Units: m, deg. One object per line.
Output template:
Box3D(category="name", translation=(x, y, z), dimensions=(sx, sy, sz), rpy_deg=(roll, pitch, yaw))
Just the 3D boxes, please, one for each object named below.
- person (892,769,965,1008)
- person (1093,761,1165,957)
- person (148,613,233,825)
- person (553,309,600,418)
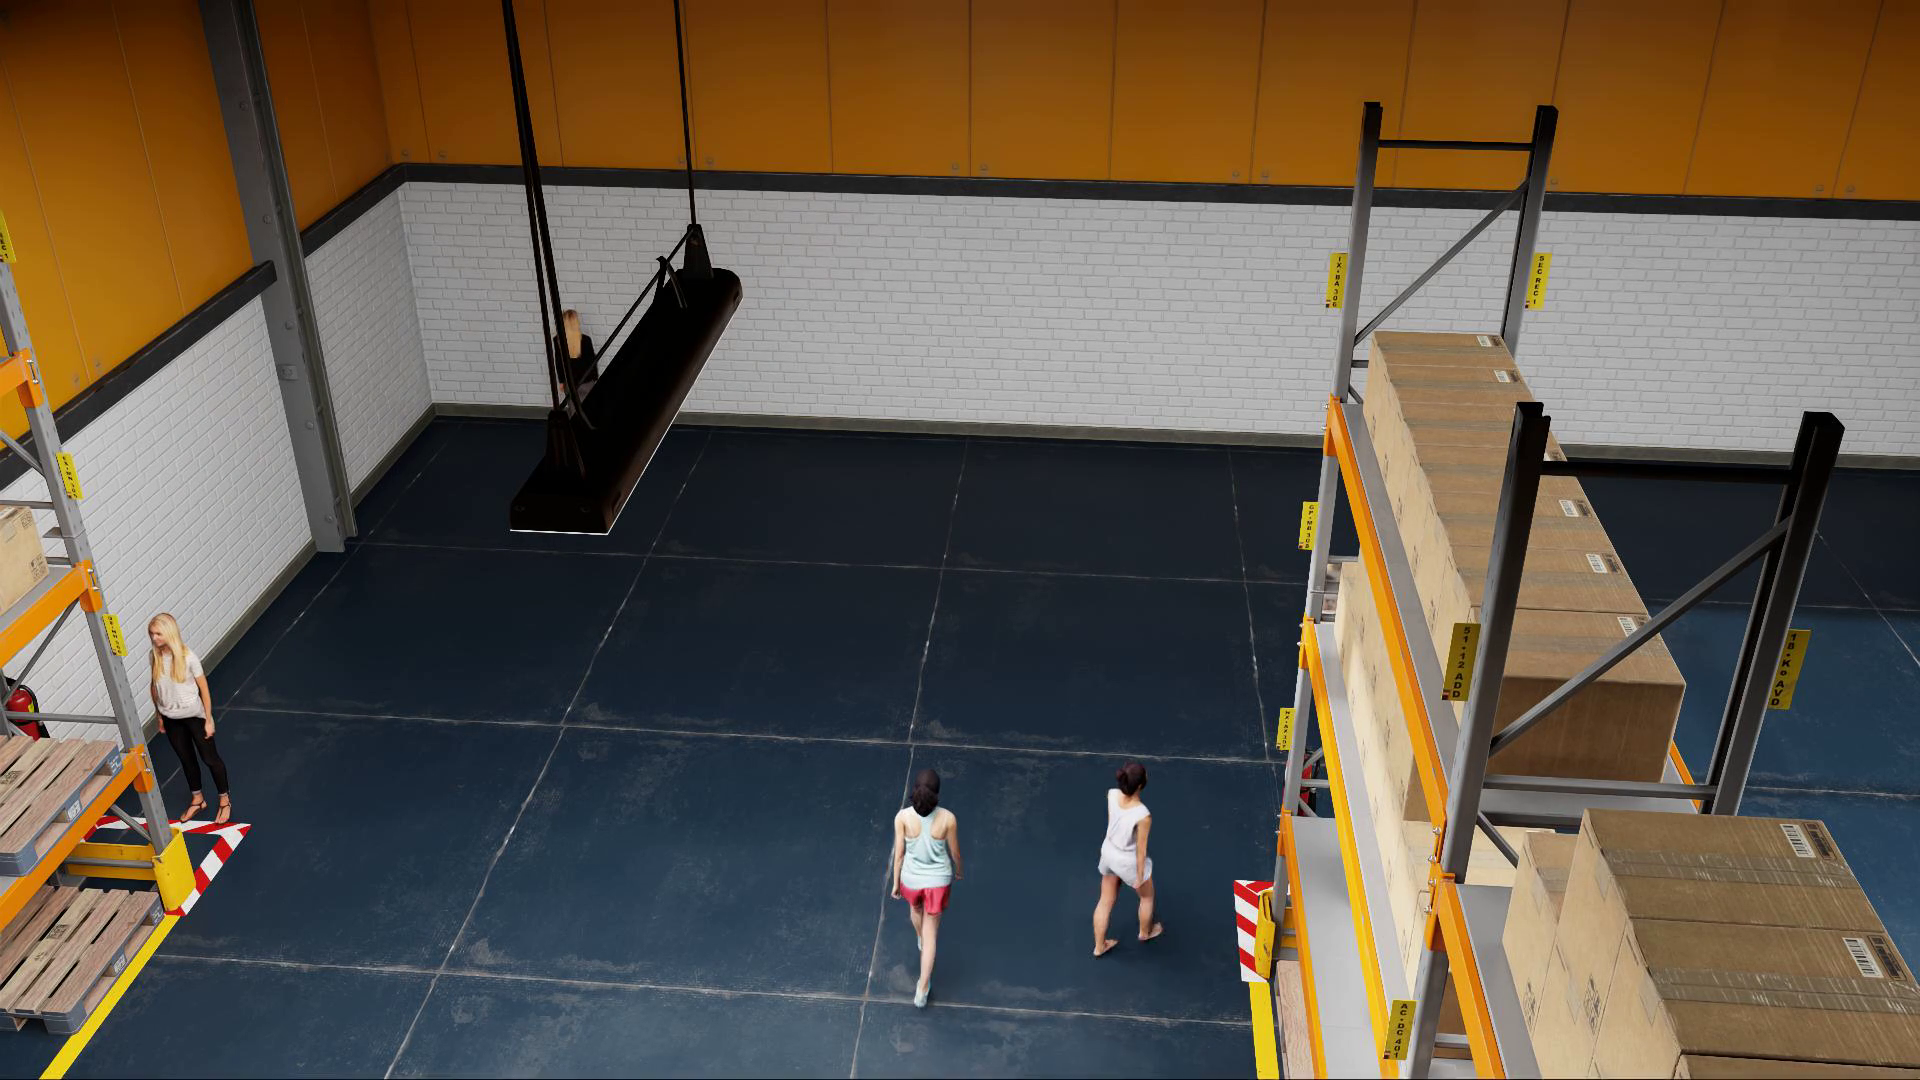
Box3D(category="person", translation=(-0.233, 2.342, 11.047), dimensions=(0.616, 1.732, 1.010), rpy_deg=(2, 29, 4))
Box3D(category="person", translation=(1.071, 2.227, 11.407), dimensions=(0.841, 1.588, 0.915), rpy_deg=(25, 37, 38))
Box3D(category="person", translation=(-5.928, 1.356, 12.754), dimensions=(0.585, 1.827, 0.509), rpy_deg=(3, 29, 5))
Box3D(category="person", translation=(-4.184, -1.666, 18.278), dimensions=(0.614, 1.843, 0.547), rpy_deg=(1, 29, 2))
